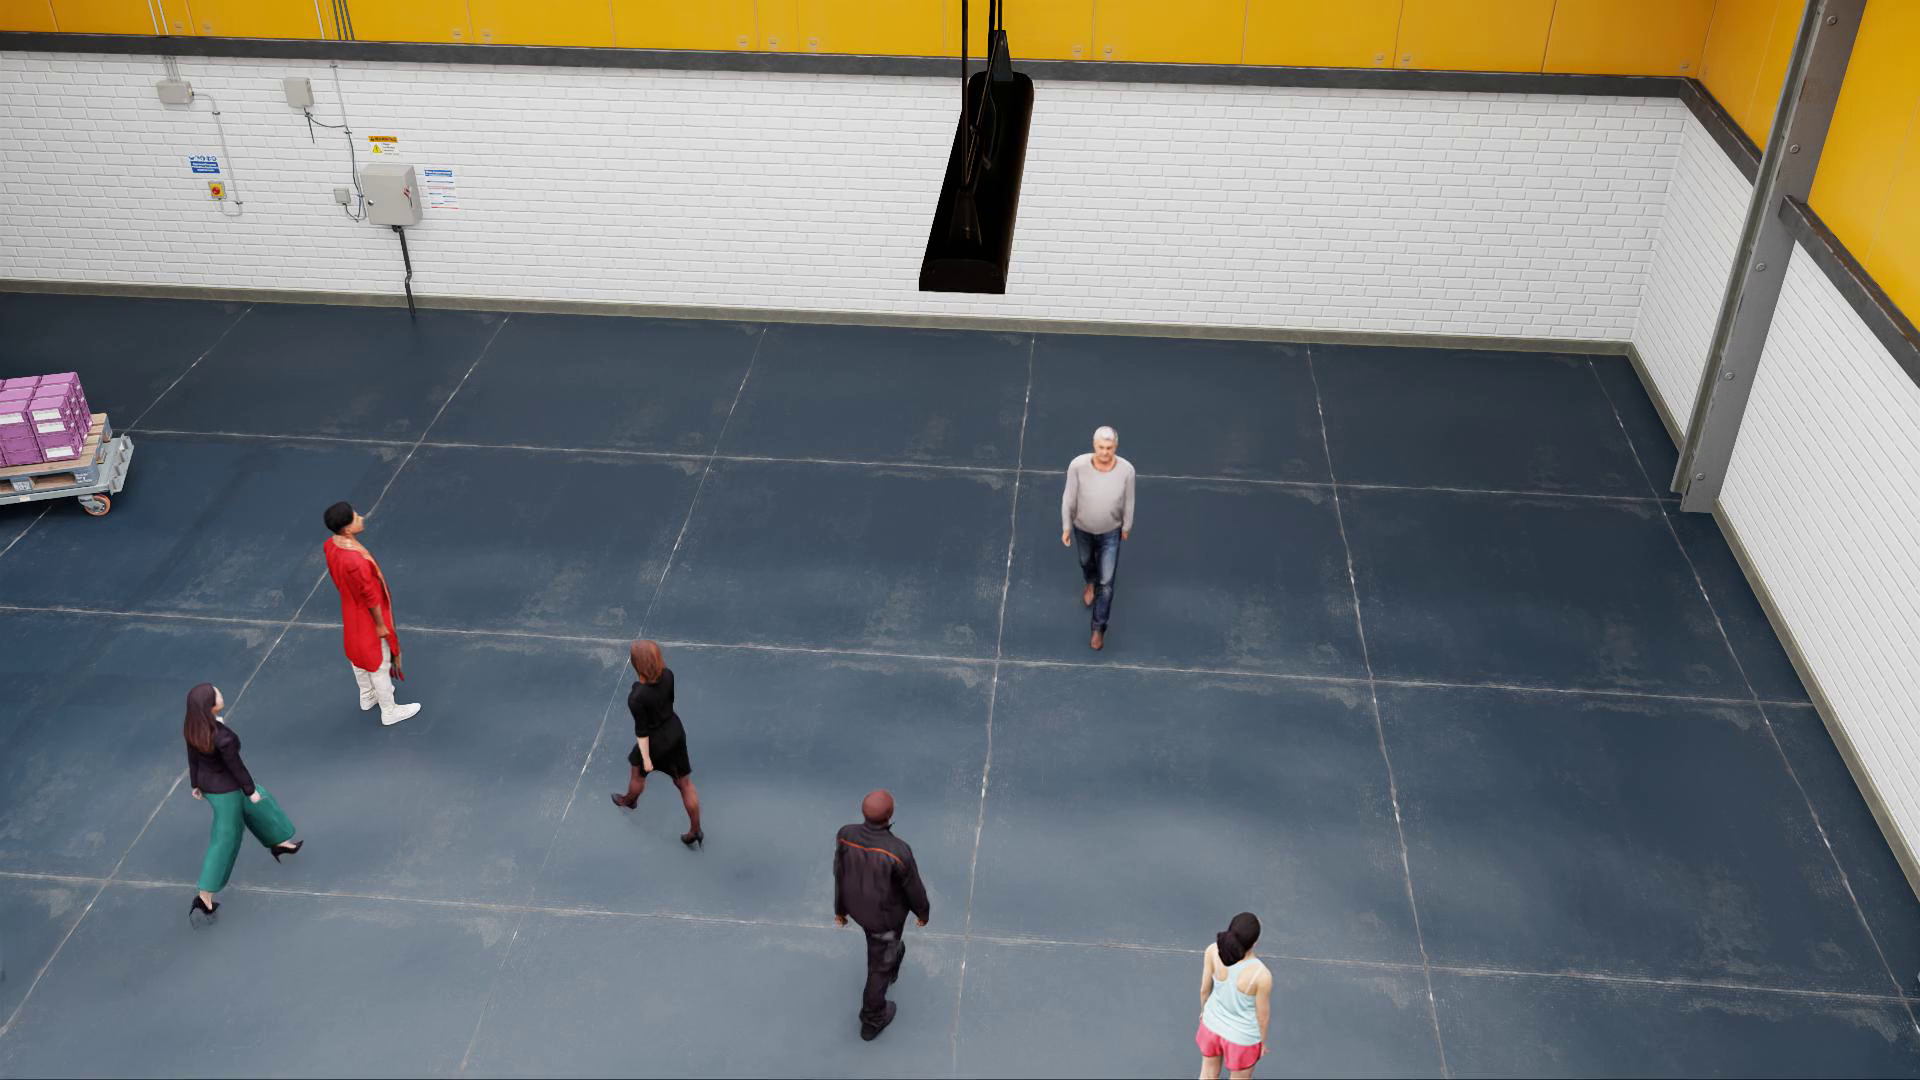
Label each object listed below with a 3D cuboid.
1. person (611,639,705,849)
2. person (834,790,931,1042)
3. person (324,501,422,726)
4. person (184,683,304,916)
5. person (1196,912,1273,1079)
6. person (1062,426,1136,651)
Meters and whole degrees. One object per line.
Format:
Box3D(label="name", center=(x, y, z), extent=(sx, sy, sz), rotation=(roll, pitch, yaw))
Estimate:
Box3D(label="person", center=(-1.975, 1.430, 11.355), extent=(0.988, 1.667, 1.079), rotation=(20, 39, 28))
Box3D(label="person", center=(-0.547, 2.276, 9.960), extent=(0.951, 1.802, 1.117), rotation=(16, 37, 23))
Box3D(label="person", center=(-4.506, 0.542, 12.496), extent=(0.779, 1.883, 0.818), rotation=(28, 43, 35))
Box3D(label="person", center=(-4.881, 1.729, 10.883), extent=(0.985, 1.691, 1.208), rotation=(22, 39, 29))
Box3D(label="person", center=(1.524, 2.736, 9.302), extent=(0.683, 1.764, 0.721), rotation=(24, 40, 31))
Box3D(label="person", center=(1.116, -0.148, 13.547), extent=(0.830, 1.867, 1.262), rotation=(7, 34, 10))
